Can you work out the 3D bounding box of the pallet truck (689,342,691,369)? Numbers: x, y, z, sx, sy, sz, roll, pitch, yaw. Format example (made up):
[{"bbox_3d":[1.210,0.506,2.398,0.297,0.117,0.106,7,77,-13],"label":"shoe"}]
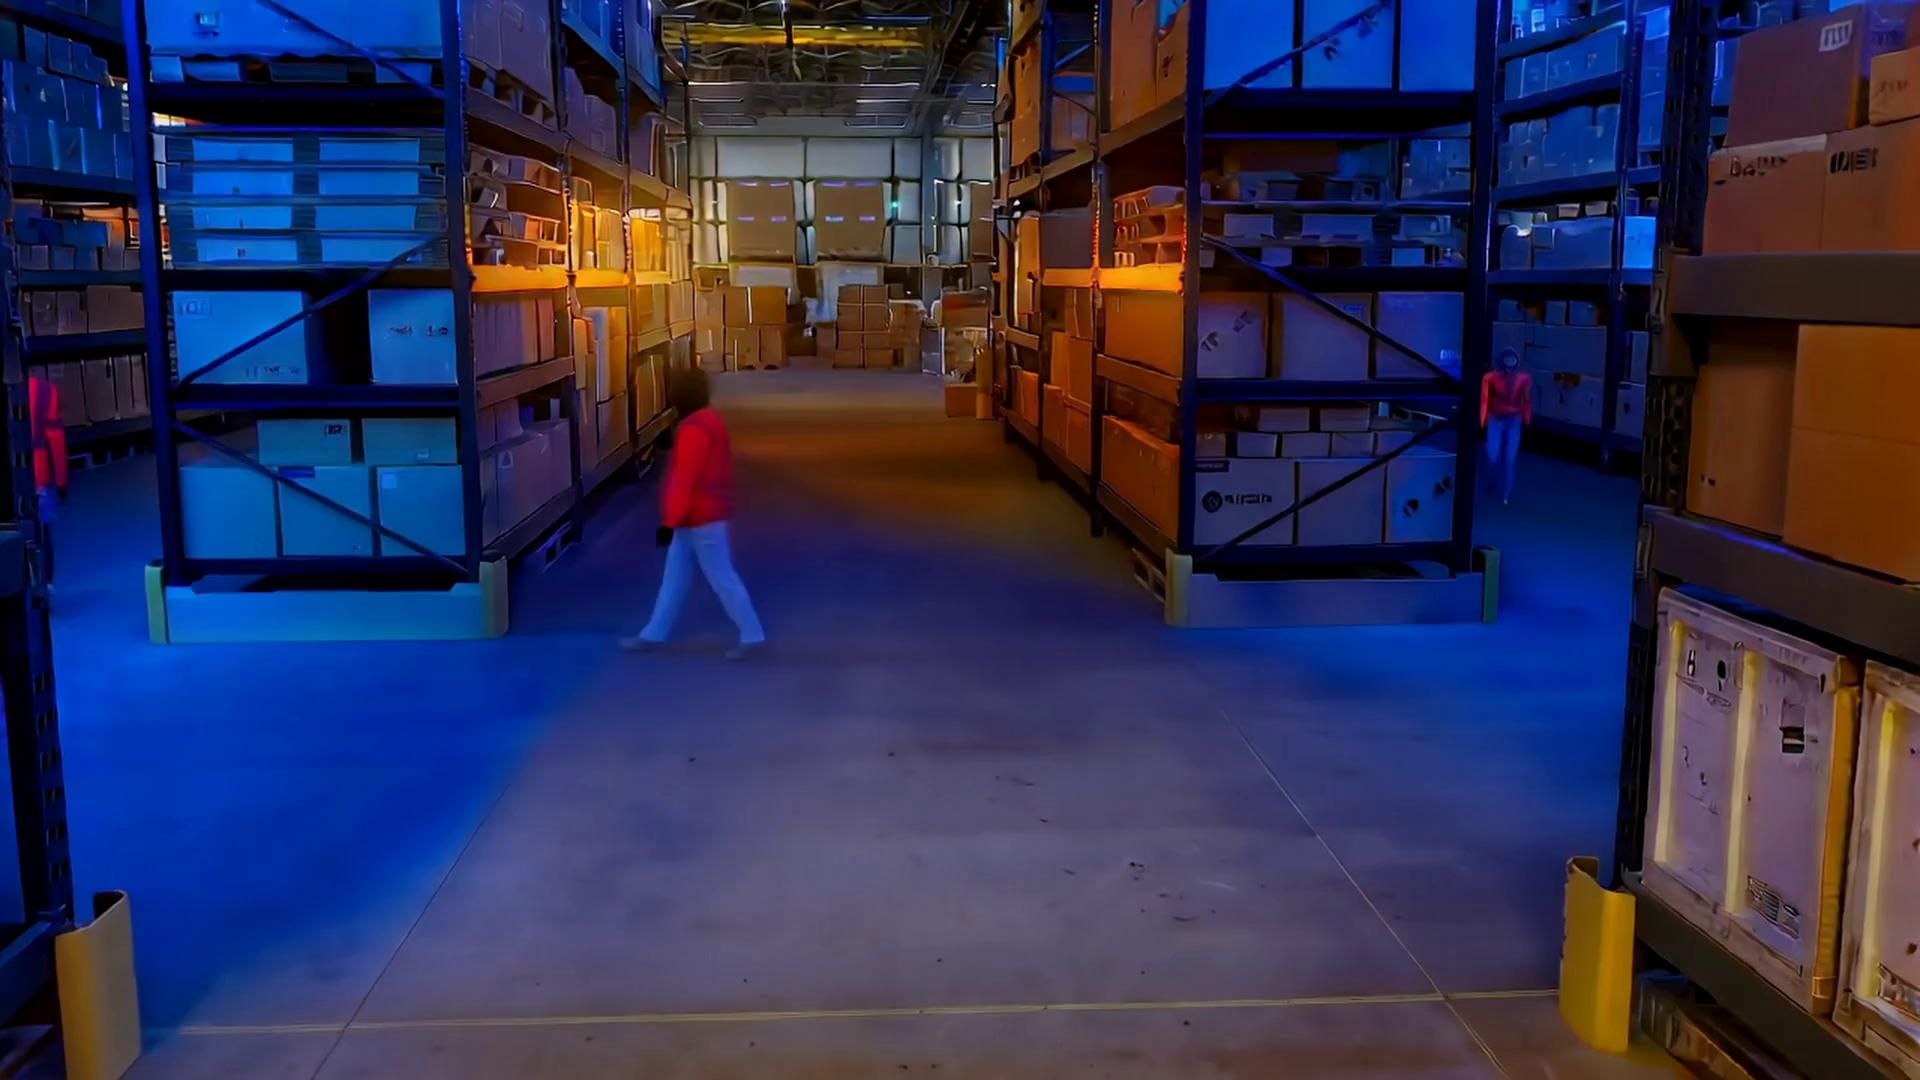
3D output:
[{"bbox_3d":[-5.225,-3.008,27.480,1.885,1.965,0.823,2,9,14],"label":"pallet truck"}]

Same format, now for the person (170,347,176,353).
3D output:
[{"bbox_3d":[-23.961,-6.498,49.767,0.605,1.887,0.980,5,10,28],"label":"person"}]

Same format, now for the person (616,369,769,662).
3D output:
[{"bbox_3d":[-1.614,-0.139,10.119,0.957,1.798,0.635,0,9,-2],"label":"person"}]

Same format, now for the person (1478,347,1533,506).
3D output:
[{"bbox_3d":[5.553,-1.145,16.946,0.514,1.626,0.384,2,9,10],"label":"person"}]

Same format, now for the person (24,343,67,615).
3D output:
[{"bbox_3d":[-6.363,-0.427,11.192,0.610,2.018,0.694,-7,11,-36],"label":"person"}]

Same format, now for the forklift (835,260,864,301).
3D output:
[{"bbox_3d":[-3.484,-7.453,52.630,1.129,2.768,1.873,-1,9,-4],"label":"forklift"}]
